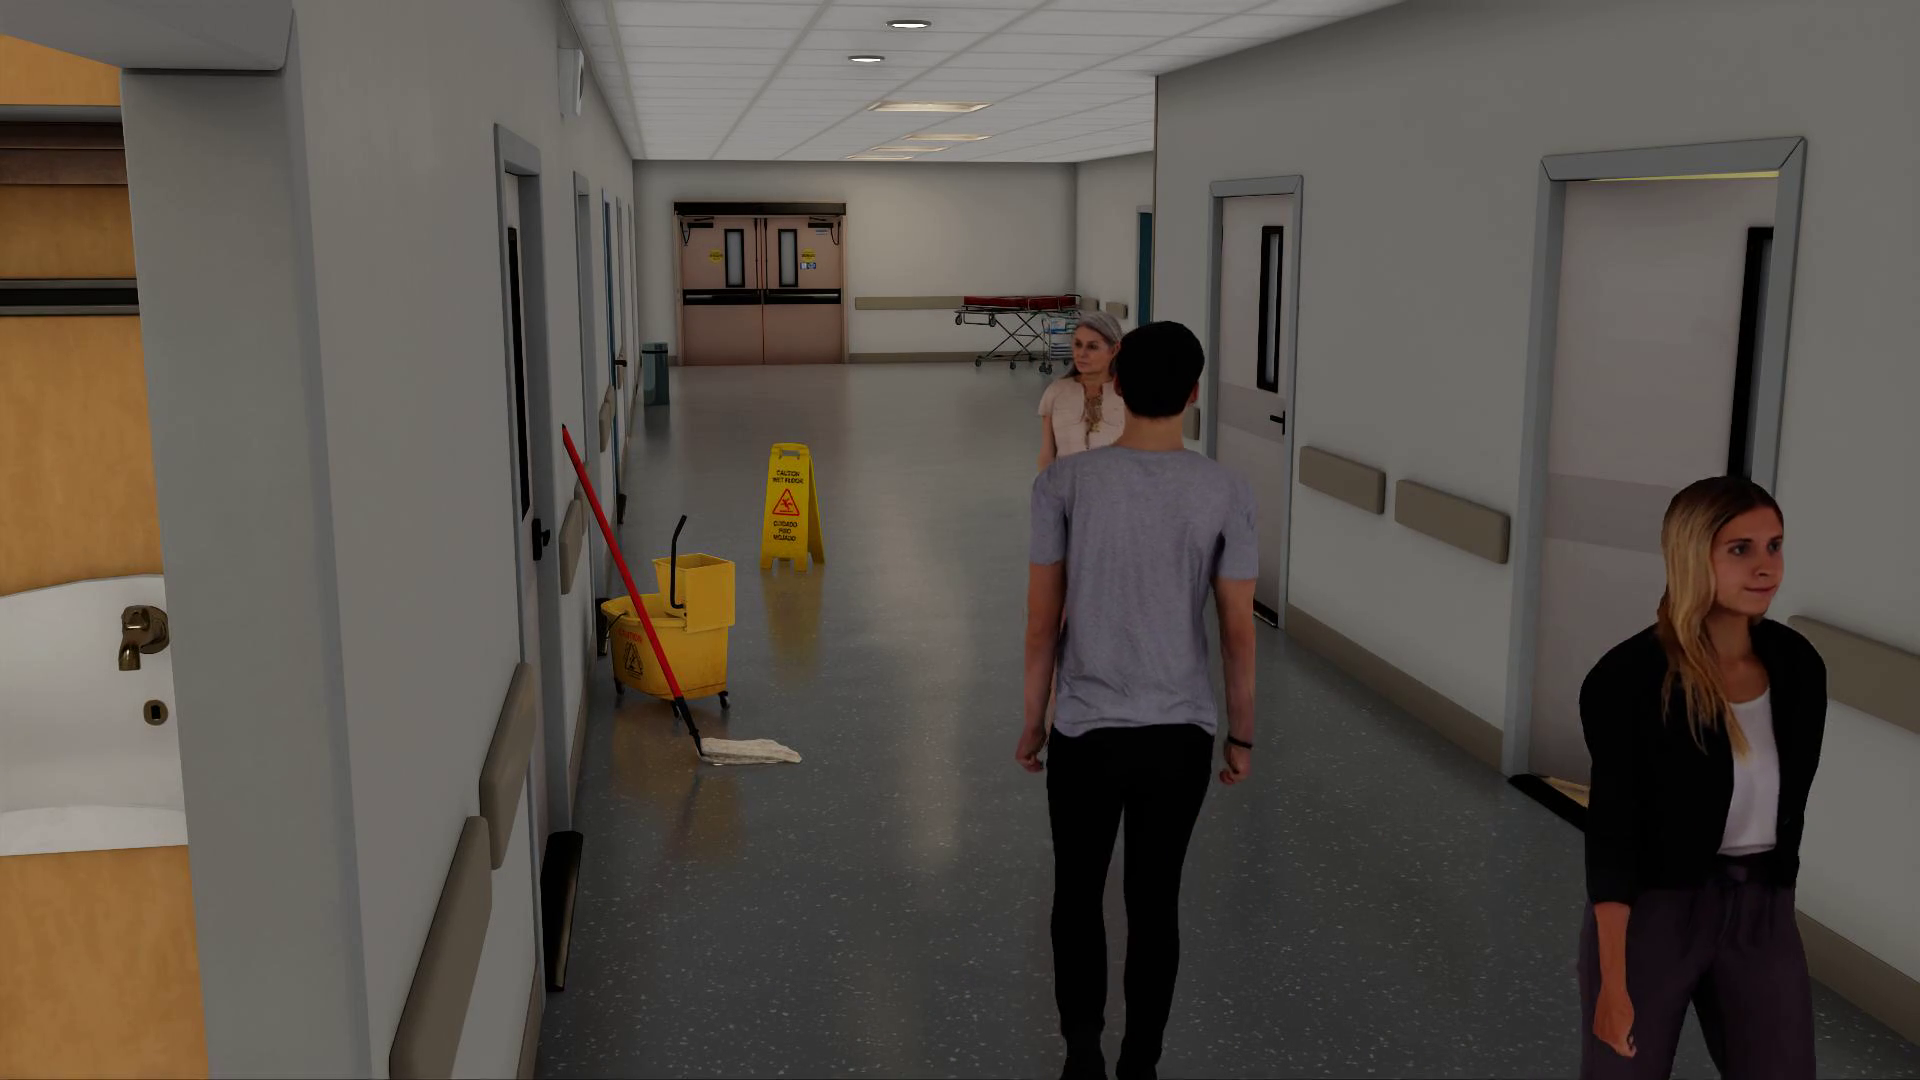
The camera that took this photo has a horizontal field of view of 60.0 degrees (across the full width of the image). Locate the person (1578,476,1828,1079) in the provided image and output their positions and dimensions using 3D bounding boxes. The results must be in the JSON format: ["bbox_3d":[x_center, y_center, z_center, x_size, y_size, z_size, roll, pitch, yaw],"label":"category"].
[{"bbox_3d":[1.225,0.704,2.925,0.629,1.655,0.794,-1,11,-6],"label":"person"}]

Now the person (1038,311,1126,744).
[{"bbox_3d":[0.519,-0.044,6.654,0.655,1.735,0.638,1,11,5],"label":"person"}]

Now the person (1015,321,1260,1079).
[{"bbox_3d":[0.371,0.462,3.676,0.827,1.850,0.917,1,11,7],"label":"person"}]
